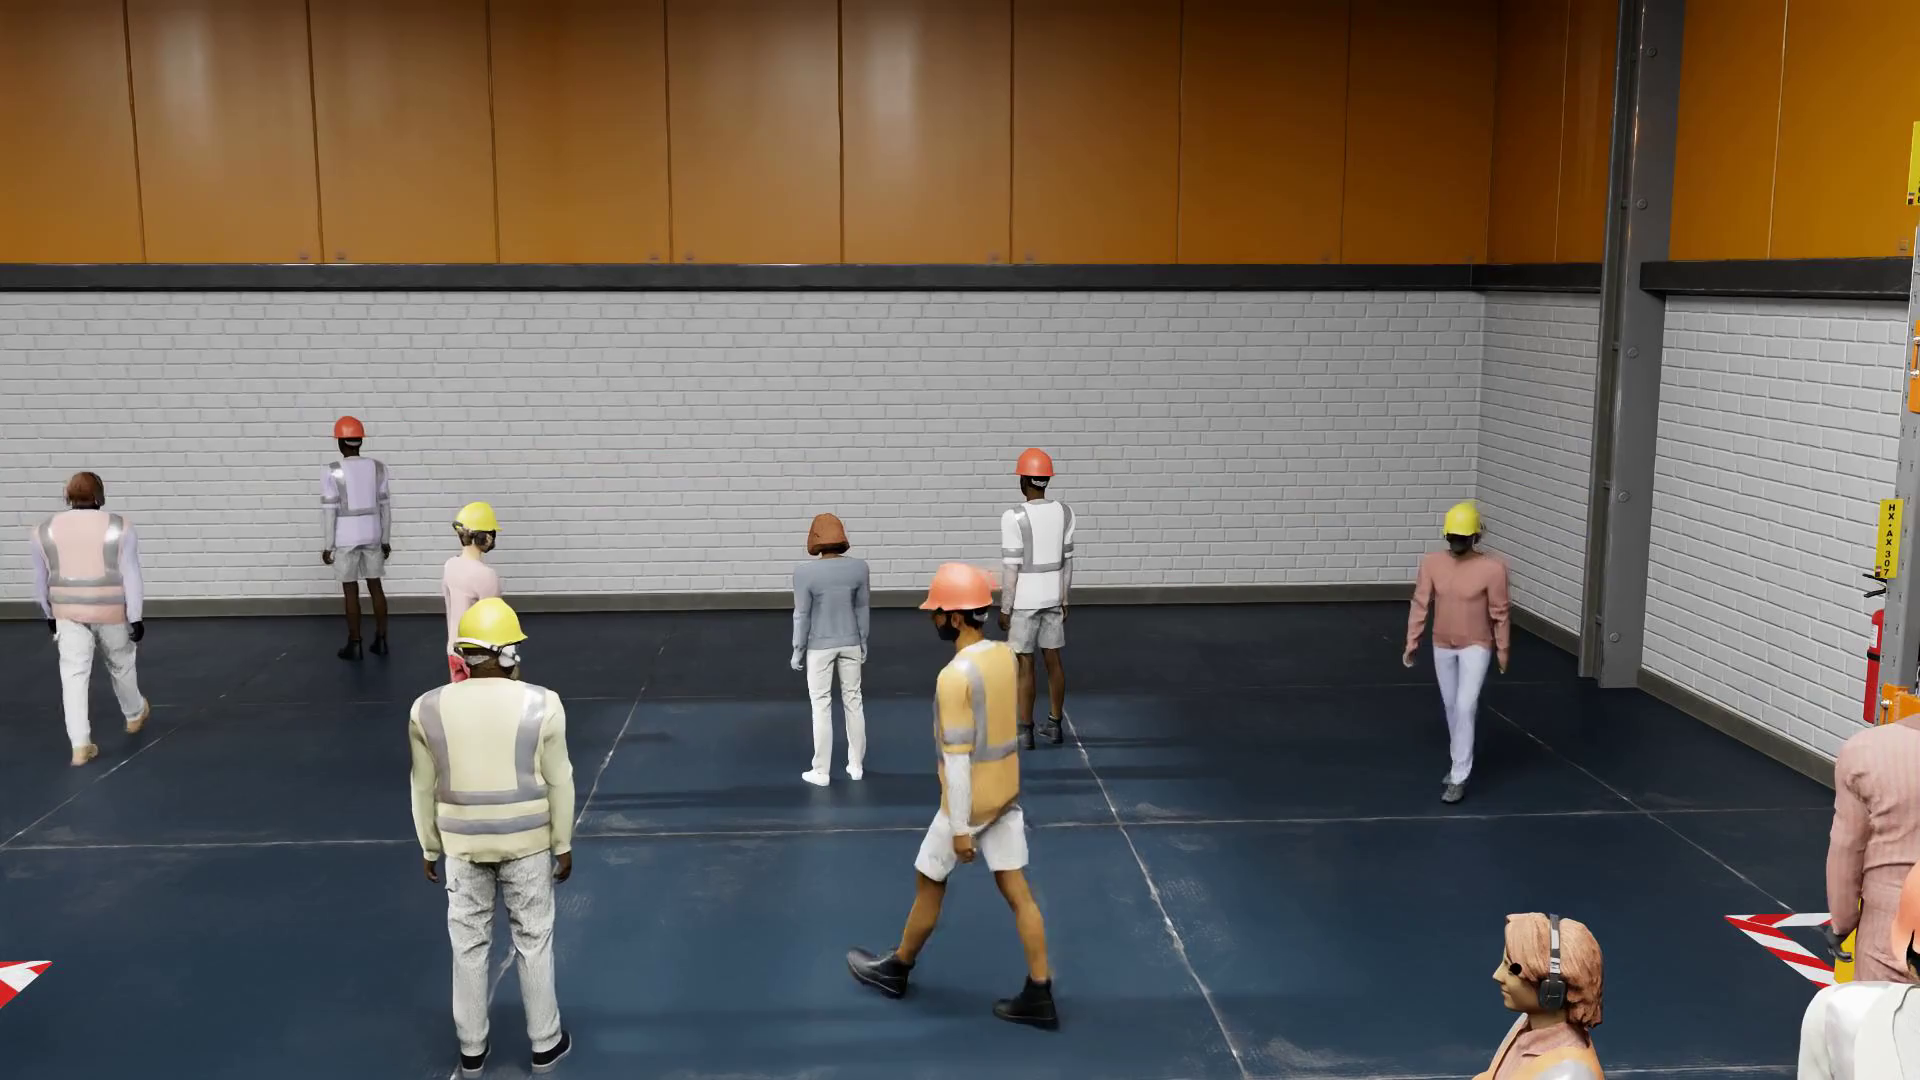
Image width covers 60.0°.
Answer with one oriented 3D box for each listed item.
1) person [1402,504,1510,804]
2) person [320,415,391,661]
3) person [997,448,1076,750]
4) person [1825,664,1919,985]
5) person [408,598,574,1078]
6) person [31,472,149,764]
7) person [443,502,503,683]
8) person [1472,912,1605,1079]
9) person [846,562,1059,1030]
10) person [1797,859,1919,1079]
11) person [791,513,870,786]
[{"bbox_3d":[2.869,0.645,9.660,0.533,1.727,0.792,8,12,41],"label":"person"},{"bbox_3d":[-4.783,-0.018,13.159,0.376,1.933,0.551,9,13,44],"label":"person"},{"bbox_3d":[0.473,0.376,10.677,0.547,1.938,0.359,-6,11,-34],"label":"person"},{"bbox_3d":[3.130,1.244,5.328,0.649,1.907,0.409,5,11,31],"label":"person"},{"bbox_3d":[-1.753,1.127,6.301,0.592,1.828,0.404,-1,9,-3],"label":"person"},{"bbox_3d":[-5.524,0.454,10.639,0.653,1.787,0.984,-2,9,-13],"label":"person"},{"bbox_3d":[-2.724,0.661,9.449,0.539,1.760,0.330,9,13,44],"label":"person"},{"bbox_3d":[1.299,1.627,3.755,0.307,1.641,0.513,2,9,11],"label":"person"},{"bbox_3d":[0.004,1.021,6.779,0.981,1.883,0.570,6,11,32],"label":"person"},{"bbox_3d":[1.815,1.531,3.113,0.381,2.039,0.606,-8,12,-42],"label":"person"},{"bbox_3d":[-0.769,0.648,9.920,0.499,1.633,0.279,-5,10,-28],"label":"person"}]
